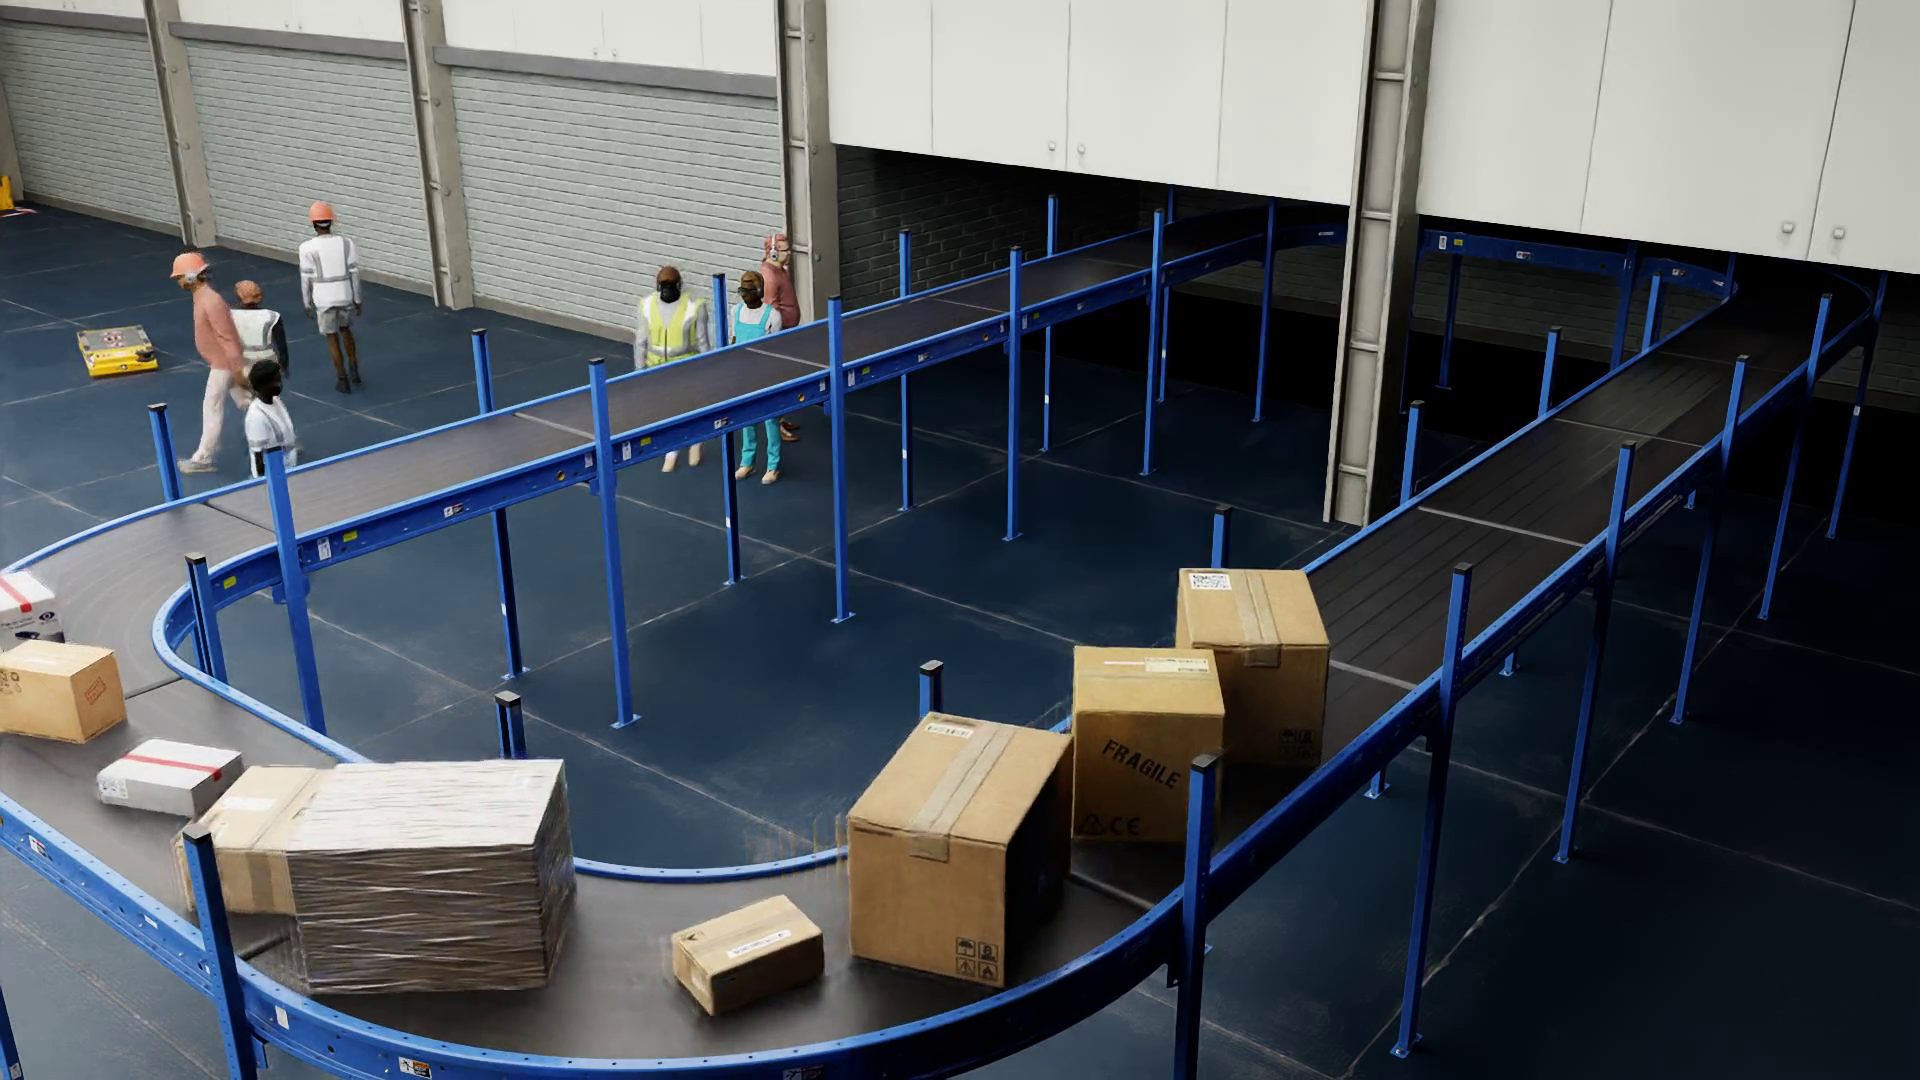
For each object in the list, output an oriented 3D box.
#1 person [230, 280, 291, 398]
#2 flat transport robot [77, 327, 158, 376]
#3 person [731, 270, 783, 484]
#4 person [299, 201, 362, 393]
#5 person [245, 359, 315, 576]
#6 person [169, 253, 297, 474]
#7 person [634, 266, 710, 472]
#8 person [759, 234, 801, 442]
[{"bbox_3d":[-6.246,-1.514,14.816,0.551,1.620,0.480,-5,22,-12],"label":"person"},{"bbox_3d":[-9.177,-2.083,18.079,0.652,0.197,1.431,-12,25,-28],"label":"flat transport robot"},{"bbox_3d":[-1.738,-1.389,14.199,0.505,1.847,0.346,9,23,22],"label":"person"},{"bbox_3d":[-6.370,-2.452,16.812,0.544,1.920,0.578,-18,28,-38],"label":"person"},{"bbox_3d":[-4.949,-0.496,12.141,0.398,1.678,0.567,-2,22,-4],"label":"person"},{"bbox_3d":[-6.414,-1.558,14.536,1.020,1.929,0.688,-10,24,-24],"label":"person"},{"bbox_3d":[-2.502,-1.491,14.486,0.649,1.830,0.430,3,22,7],"label":"person"},{"bbox_3d":[-1.664,-1.873,15.348,0.401,1.910,0.641,-1,21,-2],"label":"person"}]
